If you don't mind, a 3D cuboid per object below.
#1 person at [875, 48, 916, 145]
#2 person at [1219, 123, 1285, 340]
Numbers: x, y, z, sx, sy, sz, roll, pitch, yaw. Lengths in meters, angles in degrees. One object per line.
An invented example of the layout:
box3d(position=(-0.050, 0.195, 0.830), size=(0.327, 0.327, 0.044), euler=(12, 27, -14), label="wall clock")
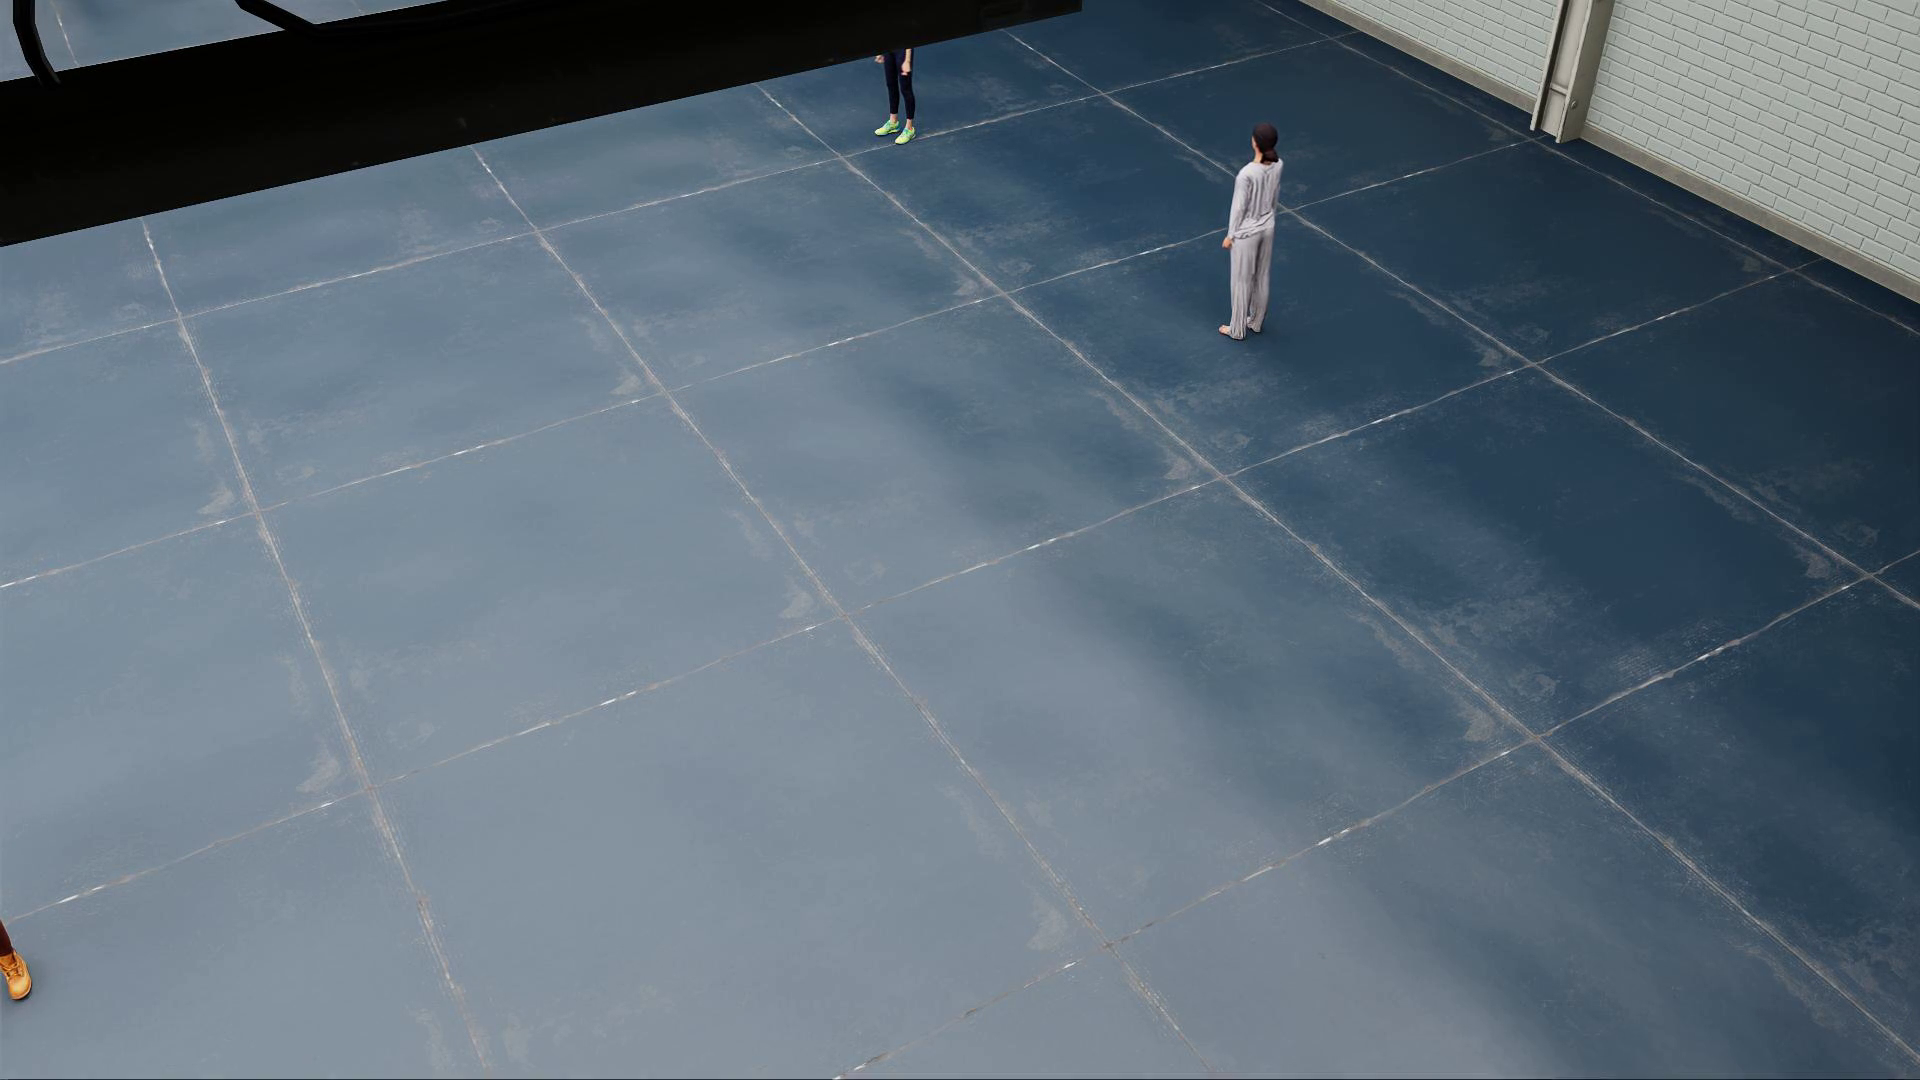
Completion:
box3d(position=(-0.583, -4.612, 15.698), size=(0.708, 1.702, 0.551), euler=(-30, 47, -33), label="person")
box3d(position=(2.260, -2.363, 12.764), size=(0.588, 1.774, 0.530), euler=(-21, 43, -25), label="person")
